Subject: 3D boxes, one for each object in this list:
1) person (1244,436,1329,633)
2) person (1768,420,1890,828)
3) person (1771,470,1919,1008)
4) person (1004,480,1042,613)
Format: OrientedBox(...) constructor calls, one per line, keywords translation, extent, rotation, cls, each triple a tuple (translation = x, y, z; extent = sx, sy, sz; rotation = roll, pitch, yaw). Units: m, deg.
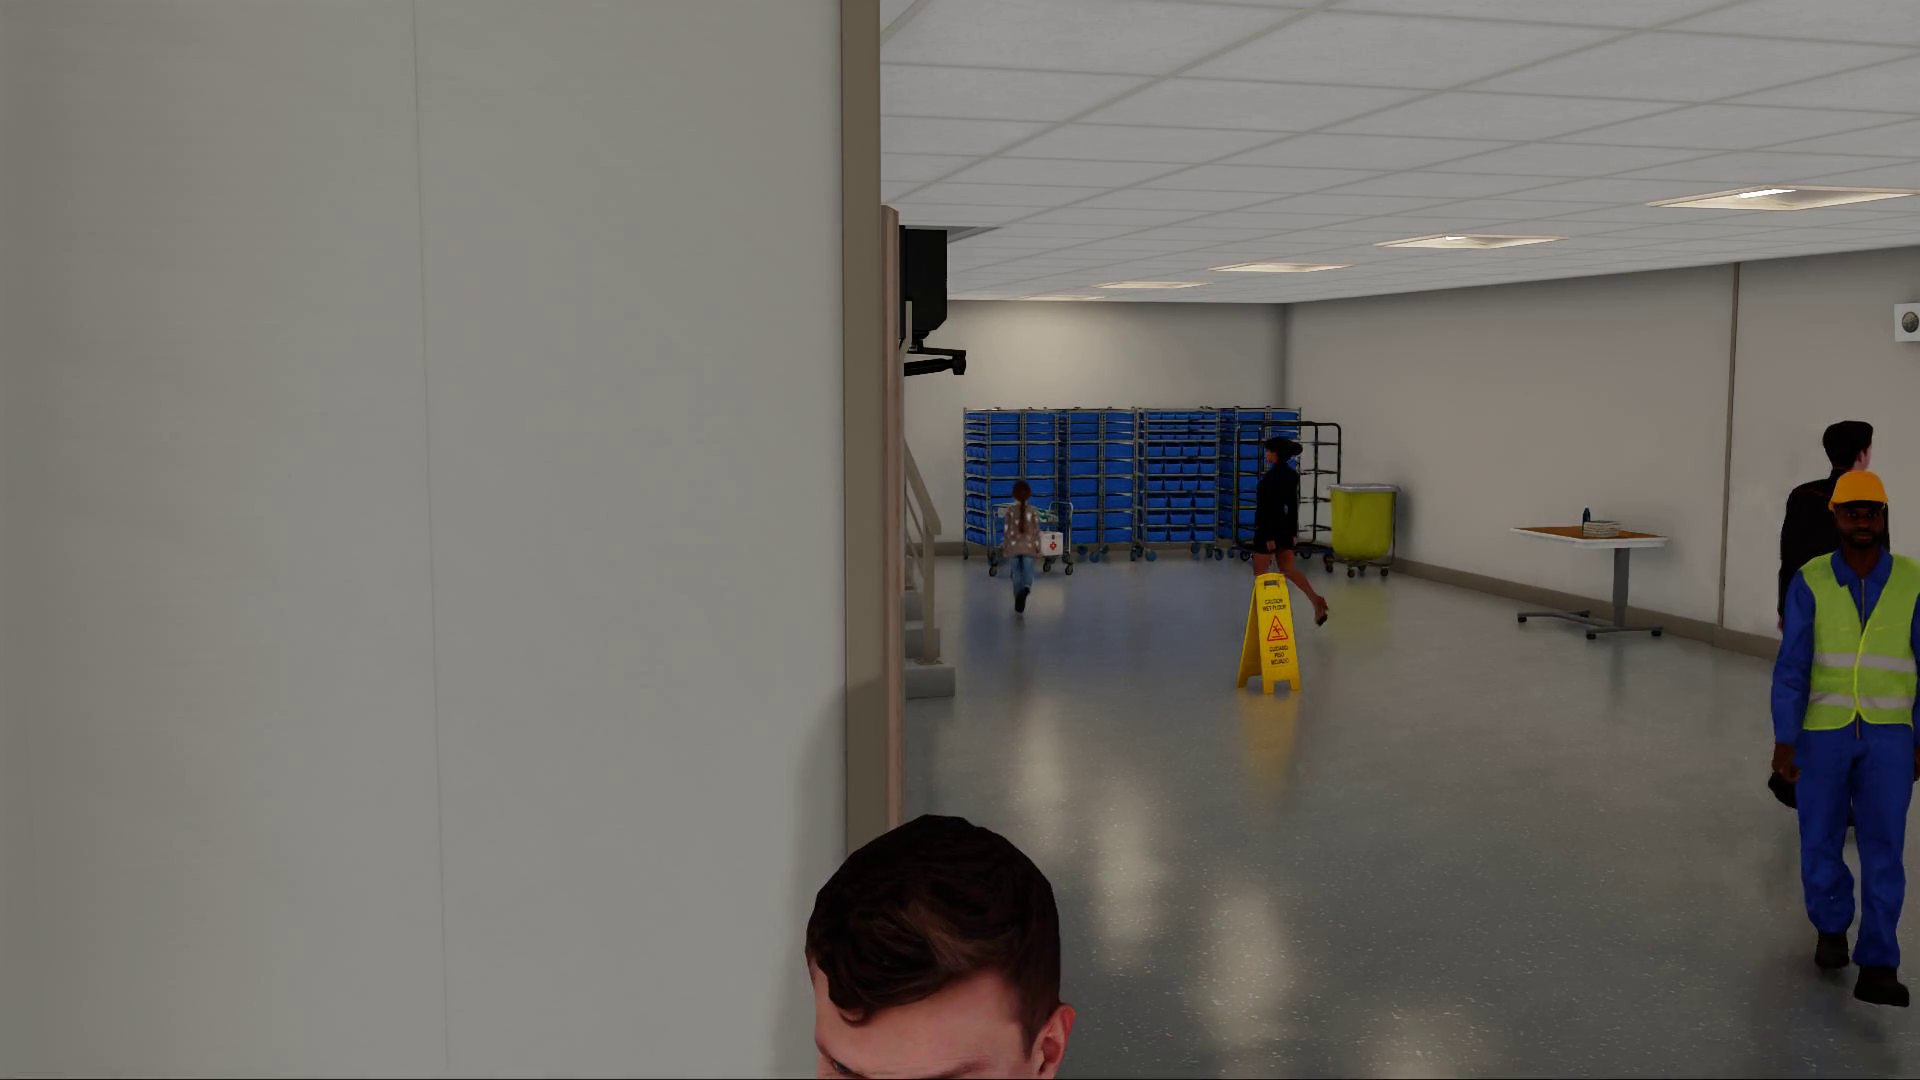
OrientedBox(translation=(2.608, -0.005, 13.346), extent=(1.052, 1.616, 0.878), rotation=(6, 8, 44), cls="person")
OrientedBox(translation=(4.014, 0.404, 7.776), extent=(0.822, 1.917, 0.718), rotation=(-2, 6, -23), cls="person")
OrientedBox(translation=(3.117, 0.670, 5.842), extent=(1.061, 1.775, 1.206), rotation=(2, 6, 19), cls="person")
OrientedBox(translation=(0.543, 0.073, 14.734), extent=(0.649, 1.184, 0.841), rotation=(1, 6, 5), cls="person")
